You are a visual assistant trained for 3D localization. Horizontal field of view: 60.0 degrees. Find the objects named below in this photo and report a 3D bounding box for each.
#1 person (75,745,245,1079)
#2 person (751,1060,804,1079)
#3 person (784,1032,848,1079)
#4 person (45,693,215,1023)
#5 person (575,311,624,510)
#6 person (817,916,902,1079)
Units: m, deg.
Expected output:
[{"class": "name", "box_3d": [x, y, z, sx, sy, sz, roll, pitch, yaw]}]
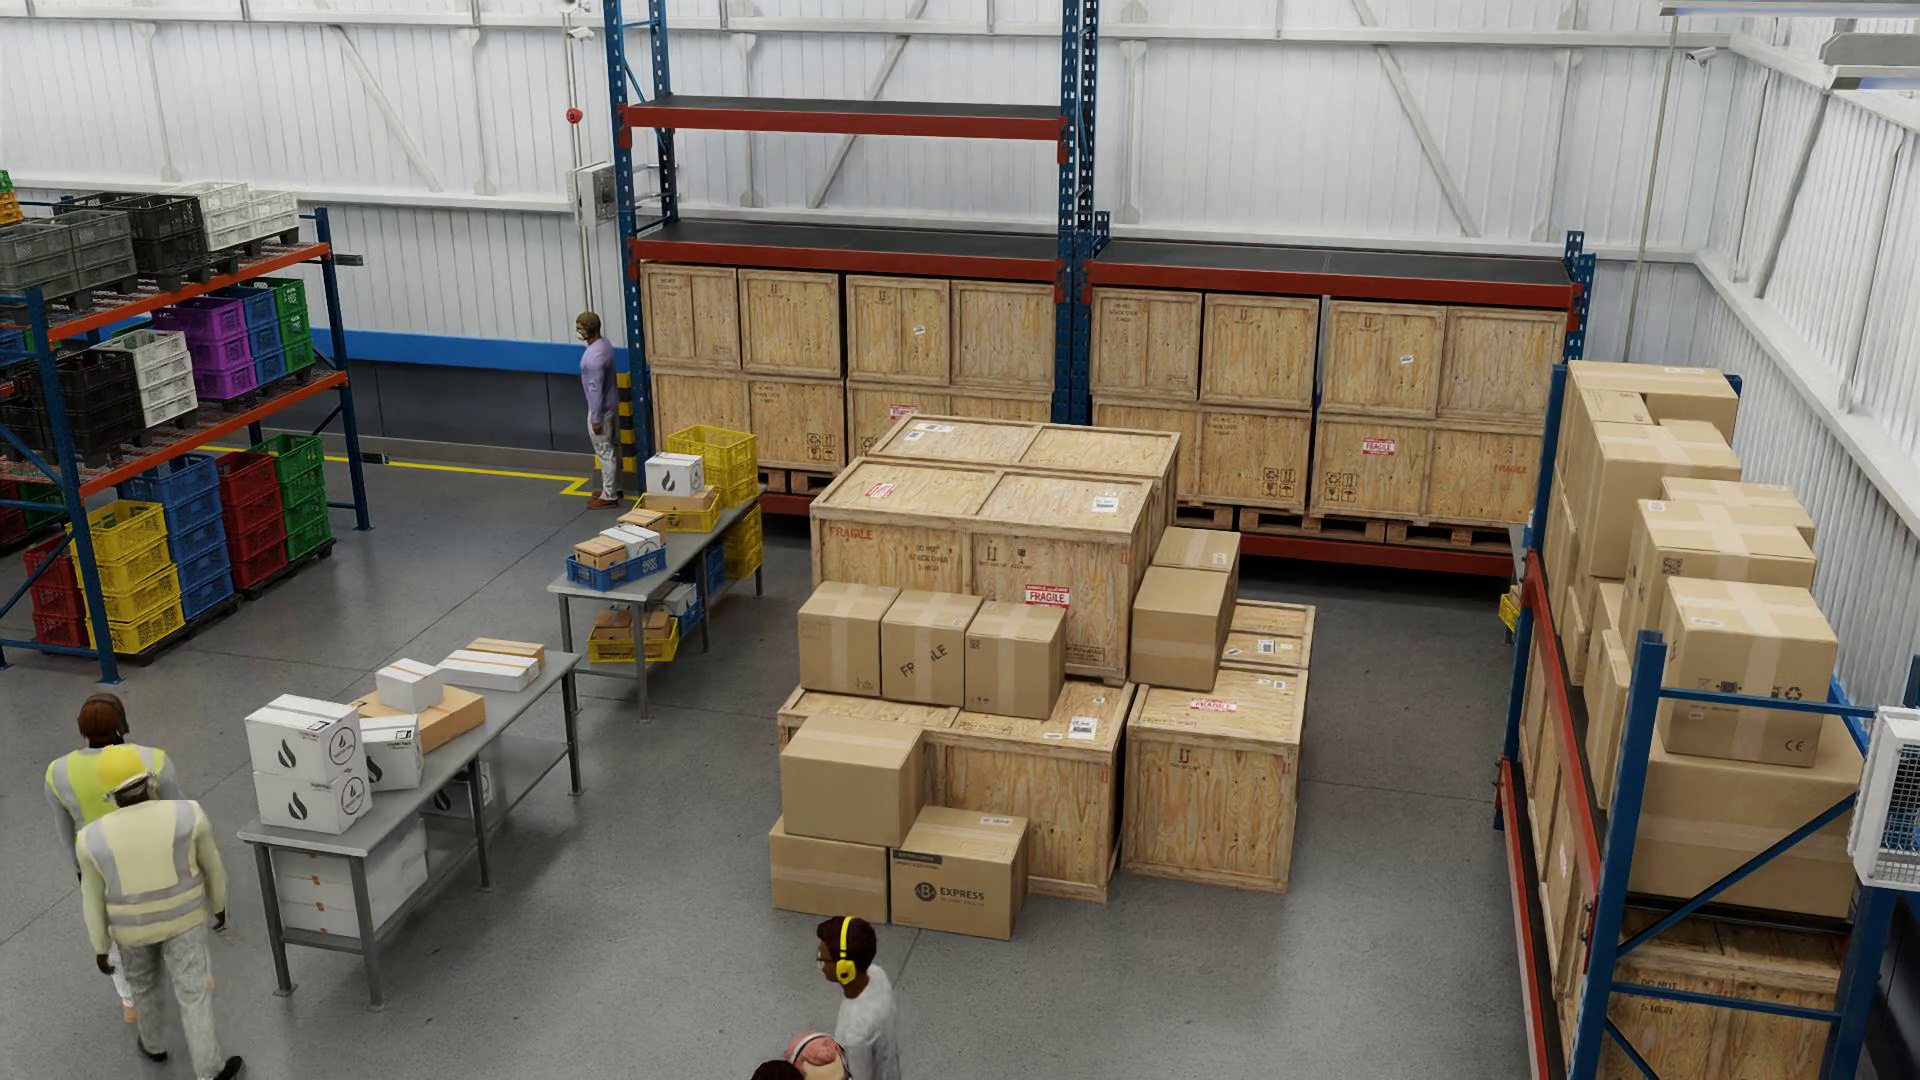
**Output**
[{"class": "person", "box_3d": [-3.890, 1.844, 8.087, 0.620, 1.795, 0.647, -9, 23, -23]}, {"class": "person", "box_3d": [-0.620, 2.615, 5.875, 0.590, 1.918, 0.386, -7, 22, -17]}, {"class": "person", "box_3d": [-0.495, 2.586, 5.963, 0.645, 1.912, 0.409, -6, 22, -15]}, {"class": "person", "box_3d": [-4.254, 1.630, 8.559, 0.625, 1.845, 0.429, -4, 21, -11]}, {"class": "person", "box_3d": [-3.457, -1.254, 15.984, 0.374, 1.933, 0.625, -1, 21, -3]}, {"class": "person", "box_3d": [-0.389, 2.336, 6.700, 0.331, 1.857, 0.517, 1, 21, 4]}]
